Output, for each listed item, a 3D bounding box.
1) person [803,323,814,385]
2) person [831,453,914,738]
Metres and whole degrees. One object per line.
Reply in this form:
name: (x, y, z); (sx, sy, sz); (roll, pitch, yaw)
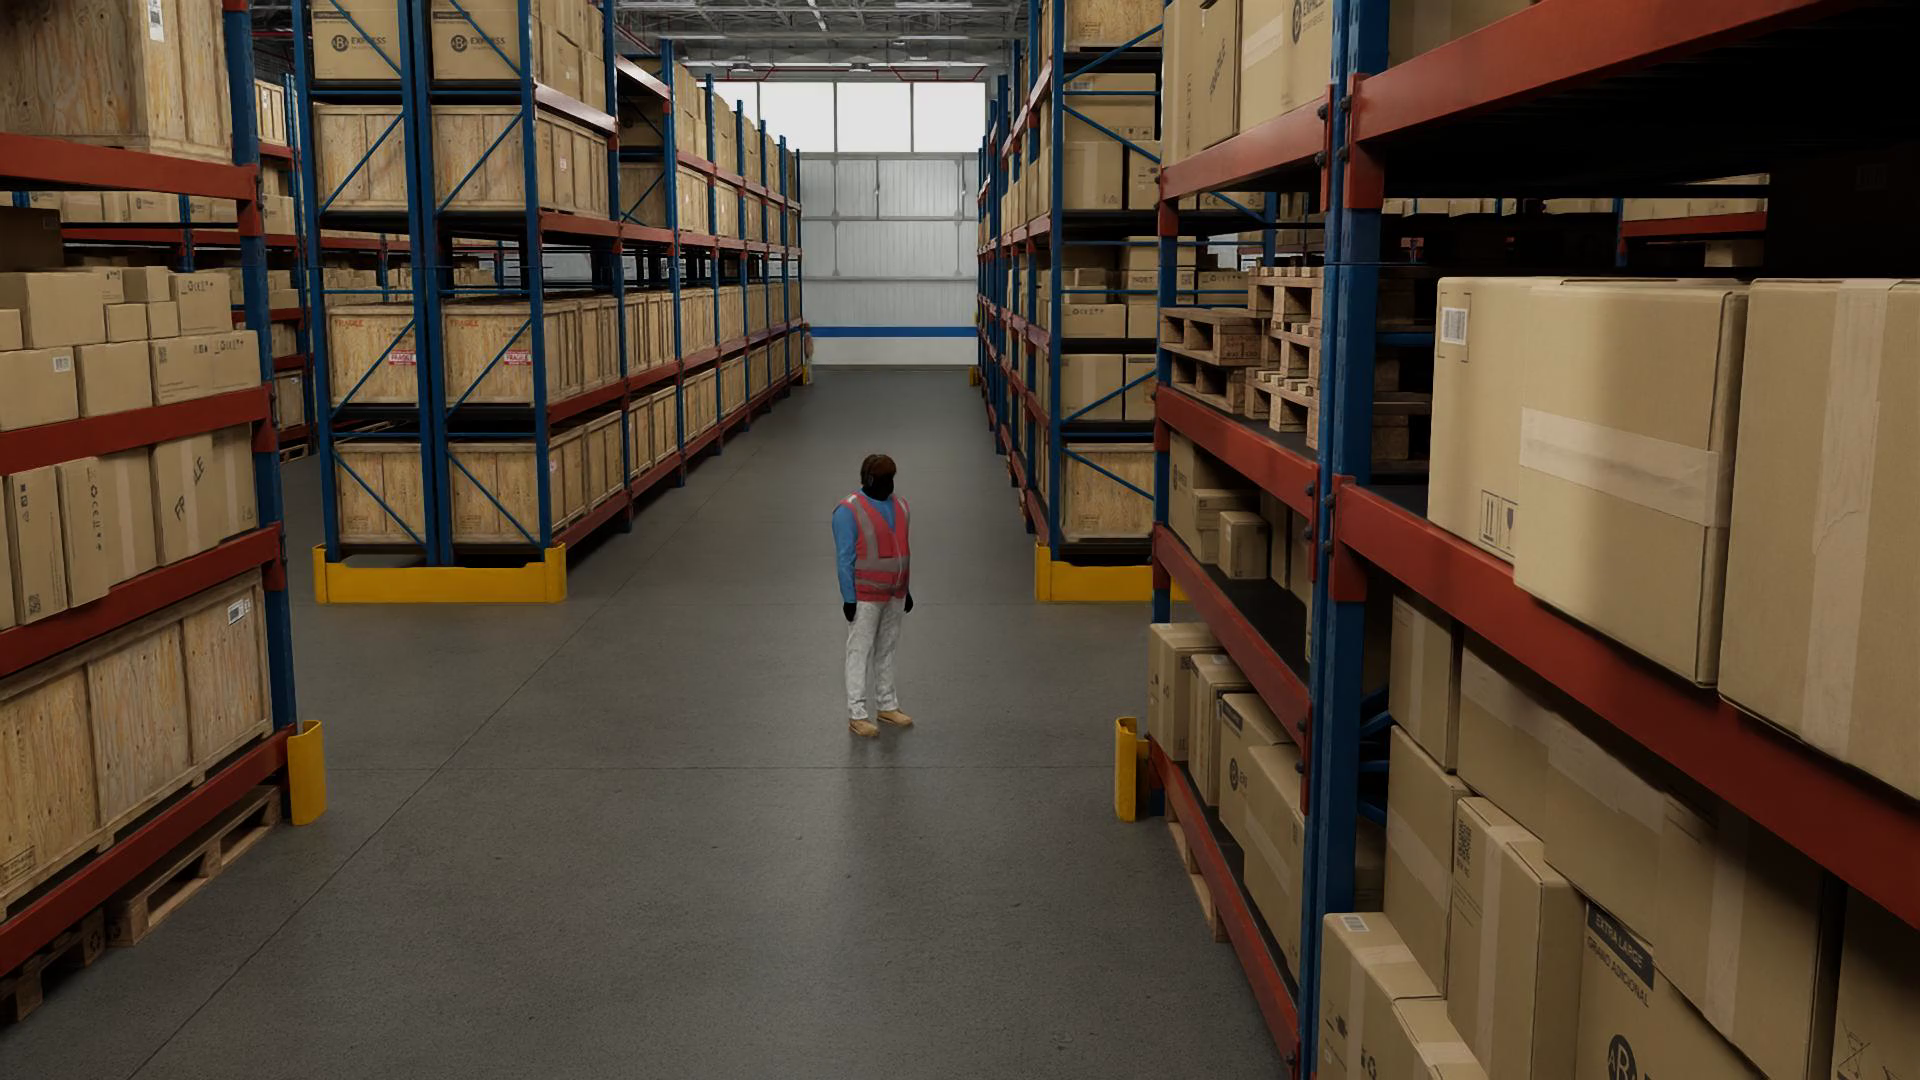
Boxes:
person: (-4.010, -4.882, 43.661); (0.373, 1.616, 0.529); (-1, 9, -4)
person: (-0.537, 0.350, 10.896); (0.429, 1.843, 0.627); (8, 12, 41)
